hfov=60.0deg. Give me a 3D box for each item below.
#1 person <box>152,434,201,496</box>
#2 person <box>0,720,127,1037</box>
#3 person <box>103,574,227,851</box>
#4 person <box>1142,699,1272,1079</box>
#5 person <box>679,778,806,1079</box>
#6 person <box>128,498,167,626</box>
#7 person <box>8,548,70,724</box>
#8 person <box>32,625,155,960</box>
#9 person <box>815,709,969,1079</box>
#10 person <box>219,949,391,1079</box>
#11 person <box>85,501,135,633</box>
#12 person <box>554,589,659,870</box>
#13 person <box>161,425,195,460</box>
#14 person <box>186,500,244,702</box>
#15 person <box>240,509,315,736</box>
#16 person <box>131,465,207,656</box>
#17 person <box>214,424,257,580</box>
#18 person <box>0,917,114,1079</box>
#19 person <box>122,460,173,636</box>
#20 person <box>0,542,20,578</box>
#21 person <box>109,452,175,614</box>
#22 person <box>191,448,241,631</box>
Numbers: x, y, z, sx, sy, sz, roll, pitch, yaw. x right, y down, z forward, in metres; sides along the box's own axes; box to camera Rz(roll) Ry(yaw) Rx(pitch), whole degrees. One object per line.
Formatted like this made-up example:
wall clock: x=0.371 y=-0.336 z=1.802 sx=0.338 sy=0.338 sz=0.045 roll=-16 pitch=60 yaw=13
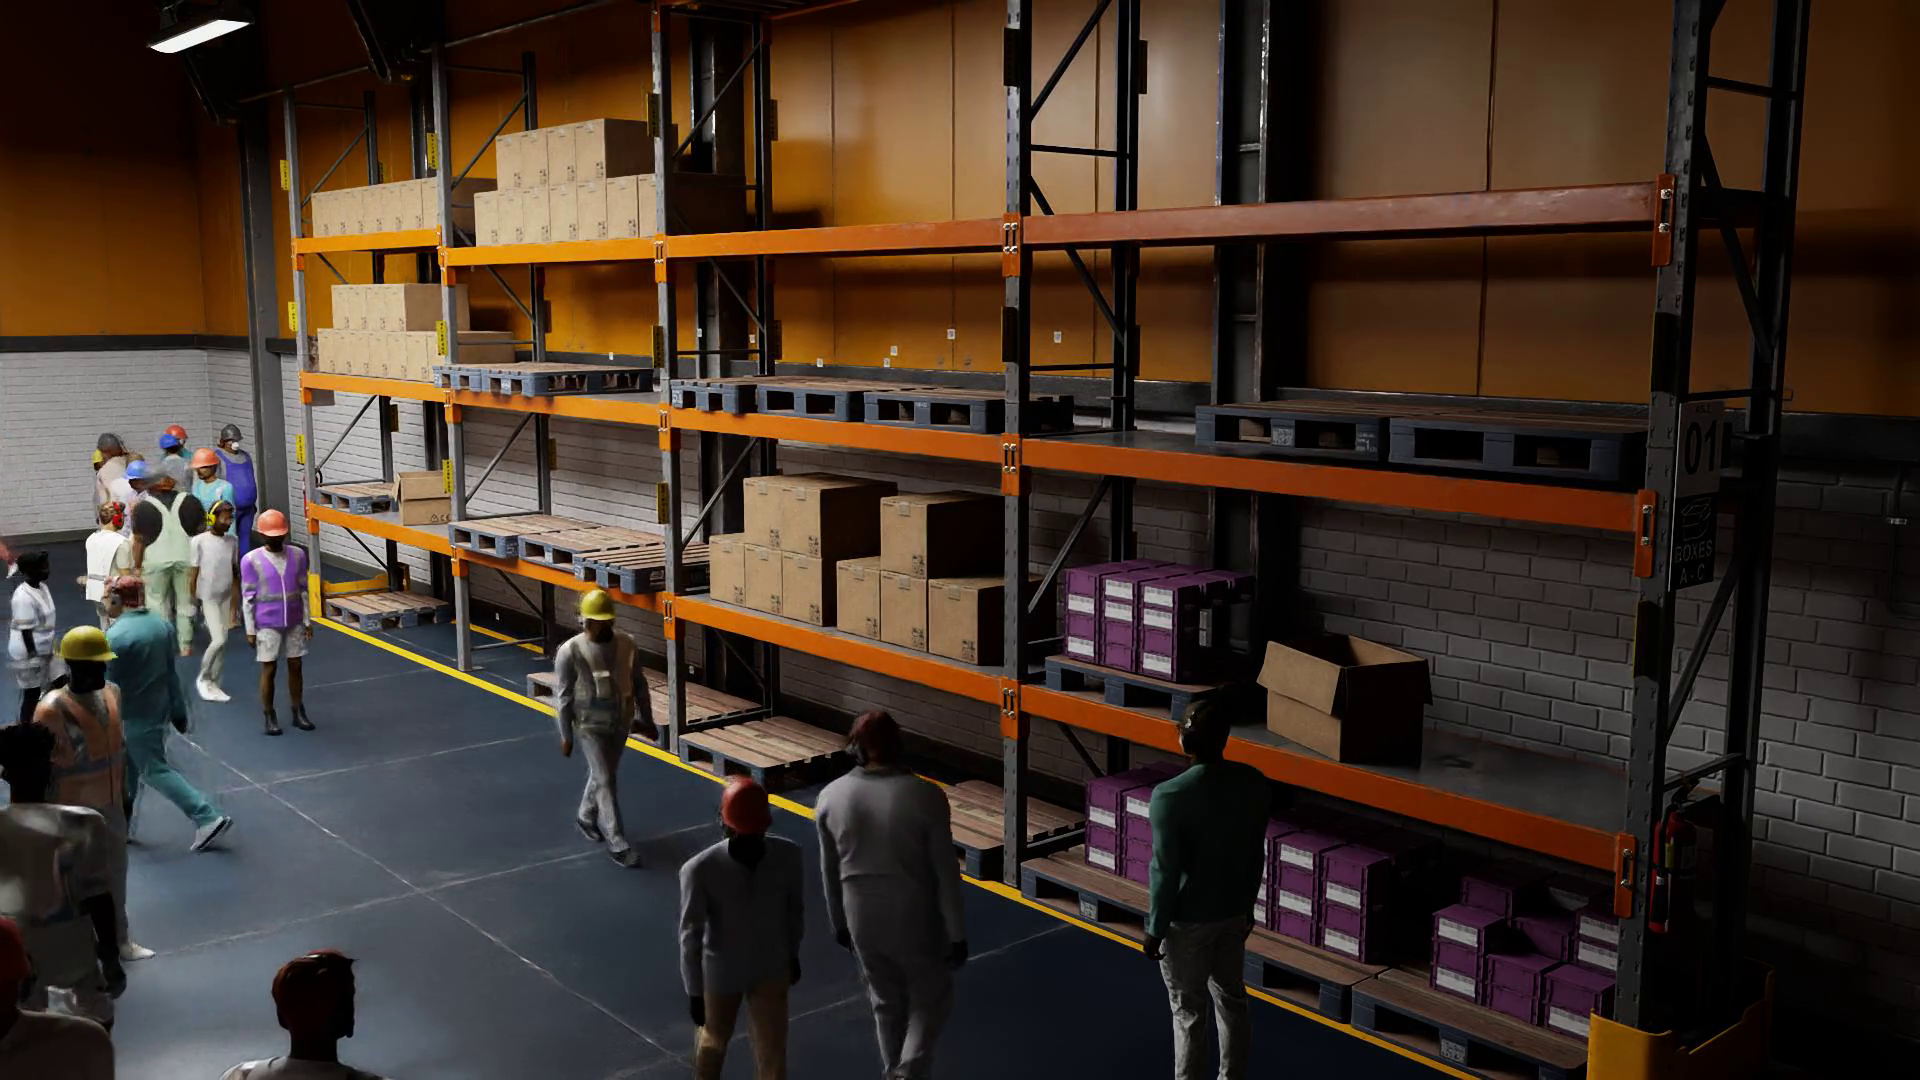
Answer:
person: x=-10.352 y=-0.456 z=22.030 sx=0.622 sy=1.907 sz=0.857 roll=-2 pitch=8 yaw=-12
person: x=-3.759 y=1.698 z=6.834 sx=0.644 sy=1.951 sz=0.421 roll=-1 pitch=8 yaw=-9
person: x=-5.385 y=1.145 z=11.043 sx=0.974 sy=1.861 sz=0.636 roll=-1 pitch=8 yaw=-4
person: x=1.064 y=1.643 z=7.281 sx=0.630 sy=1.940 sz=0.372 roll=-5 pitch=10 yaw=-33
person: x=-0.934 y=1.796 z=7.097 sx=0.588 sy=1.703 sz=0.936 roll=-4 pitch=9 yaw=-24
person: x=-8.360 y=0.381 z=17.092 sx=0.525 sy=1.637 sz=0.307 roll=7 pitch=11 yaw=42
person: x=-7.402 y=0.895 z=13.346 sx=0.378 sy=1.681 sz=0.553 roll=-1 pitch=8 yaw=-8
person: x=-4.829 y=1.399 z=9.103 sx=0.608 sy=1.911 sz=0.592 roll=1 pitch=8 yaw=10
person: x=-0.290 y=1.679 z=7.274 sx=0.721 sy=1.868 sz=0.481 roll=3 pitch=9 yaw=23
person: x=-1.756 y=2.055 z=4.610 sx=0.574 sy=1.881 sz=0.357 roll=2 pitch=8 yaw=12
person: x=-7.707 y=0.566 z=15.129 sx=0.560 sy=1.836 sz=0.394 roll=5 pitch=10 yaw=32
person: x=-2.347 y=1.195 z=10.938 sx=0.923 sy=1.793 sz=0.598 roll=8 pitch=11 yaw=43
person: x=-10.431 y=-0.538 z=22.247 sx=0.609 sy=1.995 sz=0.375 roll=2 pitch=8 yaw=12
person: x=-6.746 y=0.560 z=15.112 sx=0.421 sy=1.844 sz=0.549 roll=4 pitch=9 yaw=26
person: x=-5.728 y=0.688 z=13.992 sx=0.391 sy=1.921 sz=0.551 roll=8 pitch=11 yaw=44
person: x=-8.088 y=0.194 z=16.999 sx=0.723 sy=2.000 sz=0.544 roll=-6 pitch=10 yaw=-35
person: x=-9.506 y=-0.506 z=21.865 sx=0.539 sy=2.000 sz=0.688 roll=4 pitch=9 yaw=25
person: x=-2.677 y=1.998 z=4.675 sx=0.610 sy=1.986 sz=0.411 roll=-4 pitch=9 yaw=-26
person: x=-8.772 y=0.105 z=17.950 sx=0.605 sy=1.943 sz=0.402 roll=2 pitch=9 yaw=17
person: x=-12.816 y=-0.400 z=21.764 sx=0.924 sy=1.873 sz=0.641 roll=-3 pitch=9 yaw=-21
person: x=-9.379 y=-0.047 z=19.108 sx=0.666 sy=1.916 sz=0.489 roll=-3 pitch=9 yaw=-18
person: x=-8.250 y=0.000 z=18.372 sx=0.614 sy=2.035 sz=0.407 roll=4 pitch=9 yaw=25
